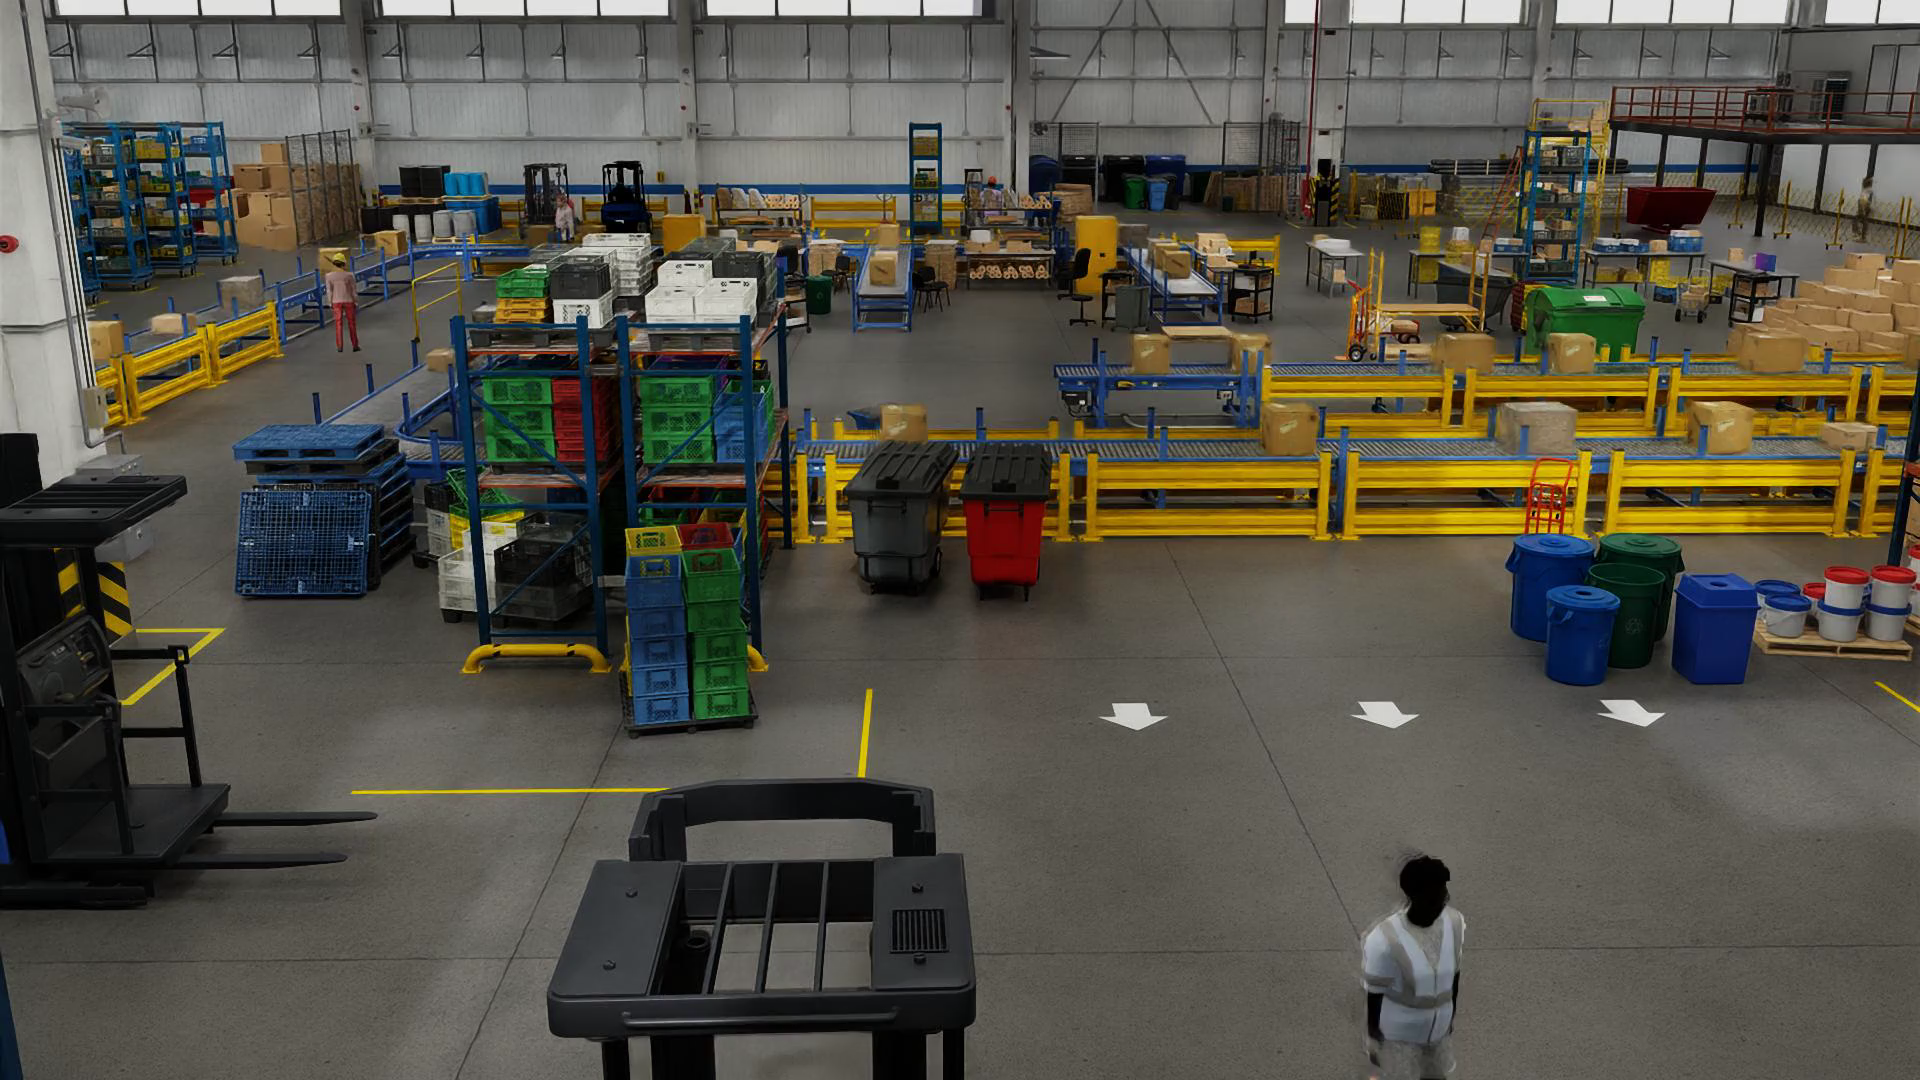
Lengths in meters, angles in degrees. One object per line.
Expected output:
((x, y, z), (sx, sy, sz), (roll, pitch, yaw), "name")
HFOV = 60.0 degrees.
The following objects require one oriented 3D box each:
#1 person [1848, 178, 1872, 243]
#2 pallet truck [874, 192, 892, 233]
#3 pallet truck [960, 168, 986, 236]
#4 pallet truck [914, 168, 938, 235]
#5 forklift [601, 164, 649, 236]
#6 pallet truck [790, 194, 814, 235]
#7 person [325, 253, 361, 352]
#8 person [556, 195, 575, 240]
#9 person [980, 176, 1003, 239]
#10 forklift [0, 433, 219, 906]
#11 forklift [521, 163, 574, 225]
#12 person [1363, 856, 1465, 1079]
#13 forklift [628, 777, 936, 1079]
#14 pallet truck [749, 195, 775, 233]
((26.005, -9.508, 47.995), (0.519, 1.823, 0.598), (-11, 19, -33), "person")
((-2.277, -9.986, 50.594), (0.653, 1.274, 1.630), (0, 16, -1), "pallet truck")
((0.383, -10.230, 50.206), (0.823, 1.965, 1.885), (-1, 16, -3), "pallet truck")
((-0.989, -10.316, 50.507), (0.823, 1.965, 1.885), (1, 16, 3), "pallet truck")
((-9.948, -10.127, 49.296), (1.157, 1.987, 2.680), (-1, 16, -3), "forklift")
((-4.814, -9.883, 50.259), (0.704, 1.261, 1.522), (-1, 16, -3), "pallet truck")
((-11.069, -4.256, 29.855), (0.533, 1.768, 0.311), (-3, 16, -11), "person")
((-9.810, -7.657, 41.493), (0.545, 1.878, 0.858), (-11, 20, -35), "person")
((0.874, -8.941, 45.646), (0.616, 2.041, 0.380), (3, 16, 10), "person")
((-5.952, 0.780, 10.366), (1.873, 2.768, 1.129), (0, 16, -1), "forklift")
((-12.233, -10.122, 49.298), (1.157, 1.987, 2.680), (0, 16, -1), "forklift")
((2.035, 2.183, 7.622), (0.540, 1.681, 0.612), (-7, 17, -22), "person")
((-0.542, 2.165, 5.552), (1.129, 2.768, 1.873), (-1, 16, -2), "forklift")
((-6.051, -9.967, 50.660), (0.680, 1.201, 1.601), (0, 16, -1), "pallet truck")
